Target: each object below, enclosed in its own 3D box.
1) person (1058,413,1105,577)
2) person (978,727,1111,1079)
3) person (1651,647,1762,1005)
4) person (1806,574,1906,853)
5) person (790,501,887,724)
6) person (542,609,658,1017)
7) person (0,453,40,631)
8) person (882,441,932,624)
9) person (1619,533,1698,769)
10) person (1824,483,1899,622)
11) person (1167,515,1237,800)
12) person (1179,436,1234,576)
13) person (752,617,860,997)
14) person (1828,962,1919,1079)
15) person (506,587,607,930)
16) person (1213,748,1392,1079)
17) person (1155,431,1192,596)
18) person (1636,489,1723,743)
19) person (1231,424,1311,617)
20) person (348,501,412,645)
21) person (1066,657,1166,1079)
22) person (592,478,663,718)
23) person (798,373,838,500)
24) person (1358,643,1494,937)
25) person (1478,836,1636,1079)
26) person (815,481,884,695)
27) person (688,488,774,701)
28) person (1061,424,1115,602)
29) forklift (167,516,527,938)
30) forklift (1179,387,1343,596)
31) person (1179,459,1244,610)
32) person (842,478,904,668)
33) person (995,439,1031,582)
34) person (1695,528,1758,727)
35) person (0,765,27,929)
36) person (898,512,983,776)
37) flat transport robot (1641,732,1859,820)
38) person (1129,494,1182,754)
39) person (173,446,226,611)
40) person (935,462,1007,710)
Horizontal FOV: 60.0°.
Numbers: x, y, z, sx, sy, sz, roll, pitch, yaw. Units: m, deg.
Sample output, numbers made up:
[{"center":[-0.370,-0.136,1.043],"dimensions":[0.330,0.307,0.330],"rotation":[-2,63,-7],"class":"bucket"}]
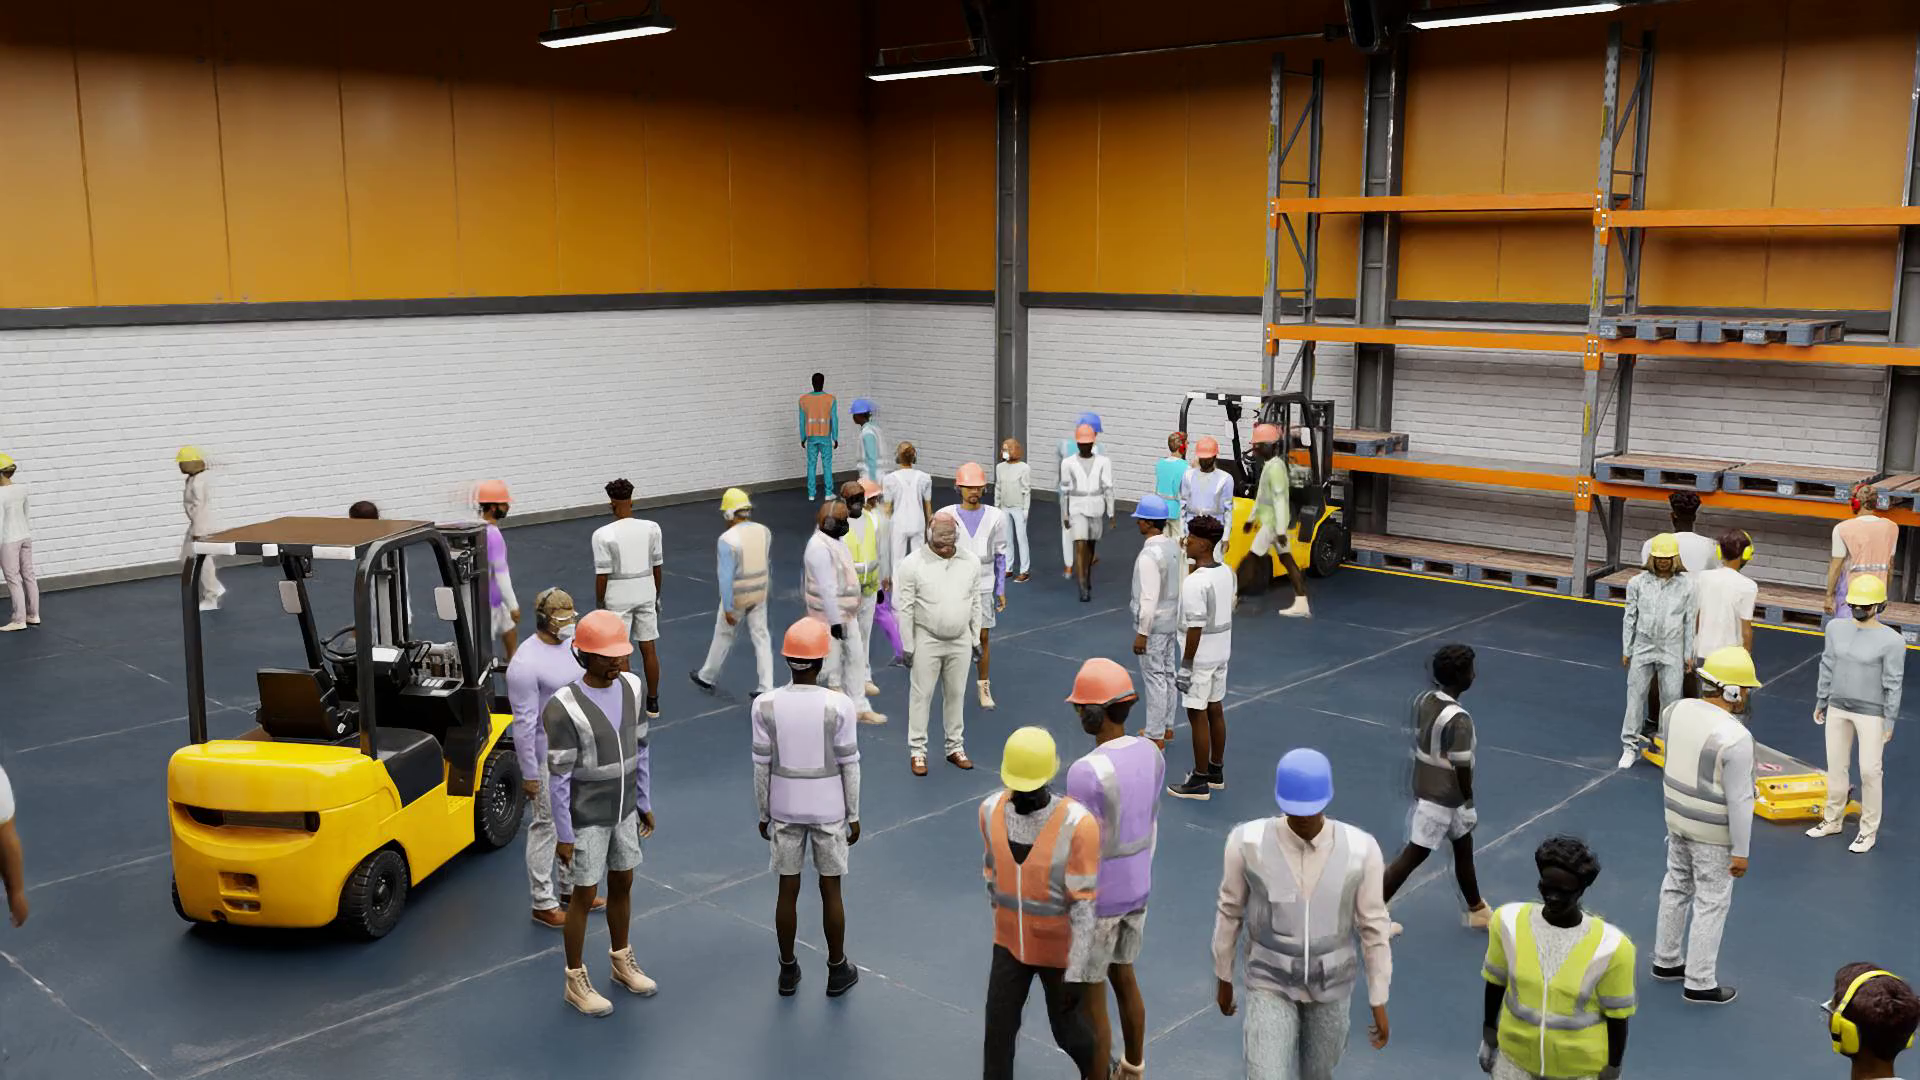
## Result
[{"center":[1.410,-0.528,19.224],"dimensions":[0.590,1.878,0.902],"rotation":[3,10,18],"class":"person"},{"center":[0.359,1.639,6.901],"dimensions":[0.586,1.884,0.867],"rotation":[6,12,31],"class":"person"},{"center":[3.734,1.419,8.303],"dimensions":[0.403,1.818,0.602],"rotation":[-2,10,-13],"class":"person"},{"center":[5.619,1.075,10.435],"dimensions":[0.342,1.761,0.524],"rotation":[-5,11,-28],"class":"person"},{"center":[-1.027,0.582,13.084],"dimensions":[0.807,1.810,0.627],"rotation":[2,10,12],"class":"person"},{"center":[-1.742,1.334,8.191],"dimensions":[0.412,2.036,0.607],"rotation":[7,12,36],"class":"person"},{"center":[-9.375,0.018,16.421],"dimensions":[0.317,1.769,0.523],"rotation":[1,10,5],"class":"person"},{"center":[-0.533,-0.072,16.710],"dimensions":[0.507,1.846,0.345],"rotation":[-2,10,-14],"class":"person"},{"center":[5.027,0.810,11.976],"dimensions":[0.494,1.743,0.302],"rotation":[4,11,20],"class":"person"},{"center":[7.449,0.452,13.755],"dimensions":[0.561,1.837,0.388],"rotation":[-1,10,-8],"class":"person"},{"center":[1.666,0.795,11.425],"dimensions":[0.361,1.965,0.613],"rotation":[7,12,33],"class":"person"},{"center":[2.419,-0.072,16.454],"dimensions":[0.542,1.936,0.364],"rotation":[5,11,24],"class":"person"},{"center":[-0.764,1.345,8.377],"dimensions":[0.542,1.939,0.361],"rotation":[1,10,7],"class":"person"},{"center":[2.428,2.060,4.541],"dimensions":[0.511,1.862,0.324],"rotation":[-2,10,-10],"class":"person"},{"center":[-2.244,1.200,9.247],"dimensions":[0.381,1.929,0.636],"rotation":[4,11,20],"class":"person"},{"center":[1.307,1.705,6.366],"dimensions":[0.647,1.915,0.555],"rotation":[0,10,3],"class":"person"},{"center":[2.272,-0.228,17.585],"dimensions":[0.390,1.850,0.565],"rotation":[-7,12,-34],"class":"person"},{"center":[5.452,0.591,12.640],"dimensions":[0.600,1.957,0.374],"rotation":[0,10,1],"class":"person"},{"center":[3.113,-0.190,16.977],"dimensions":[1.094,1.979,0.612],"rotation":[2,10,13],"class":"person"},{"center":[-4.373,0.640,12.547],"dimensions":[0.452,1.884,0.601],"rotation":[-2,10,-13],"class":"person"},{"center":[0.618,1.510,7.187],"dimensions":[0.409,2.029,0.617],"rotation":[8,13,38],"class":"person"},{"center":[-2.645,0.481,13.238],"dimensions":[0.600,1.958,0.385],"rotation":[-8,13,-37],"class":"person"},{"center":[-2.112,-1.541,24.881],"dimensions":[0.591,1.915,0.393],"rotation":[1,10,7],"class":"person"},{"center":[2.605,1.367,9.055],"dimensions":[0.886,1.652,0.537],"rotation":[0,10,2],"class":"person"},{"center":[2.176,1.871,6.080],"dimensions":[0.547,1.683,0.460],"rotation":[7,12,34],"class":"person"},{"center":[-0.900,0.415,13.950],"dimensions":[0.633,1.841,0.429],"rotation":[-7,12,-34],"class":"person"},{"center":[-1.880,0.451,13.883],"dimensions":[0.912,1.780,0.601],"rotation":[9,13,42],"class":"person"},{"center":[1.374,-0.324,18.042],"dimensions":[0.566,1.896,0.981],"rotation":[-1,10,-5],"class":"person"},{"center":[-3.583,0.976,9.748],"dimensions":[1.214,2.155,2.313],"rotation":[2,10,11],"class":"forklift"},{"center":[3.298,-0.608,18.767],"dimensions":[1.214,2.155,2.313],"rotation":[9,13,42],"class":"forklift"},{"center":[2.555,-0.031,17.166],"dimensions":[0.758,1.615,0.524],"rotation":[3,10,15],"class":"person"},{"center":[-0.803,0.296,15.001],"dimensions":[0.887,1.712,0.565],"rotation":[3,10,17],"class":"person"},{"center":[0.595,-0.340,18.864],"dimensions":[0.502,1.627,0.285],"rotation":[8,13,40],"class":"person"},{"center":[5.298,0.833,11.560],"dimensions":[0.418,1.845,0.553],"rotation":[-6,11,-29],"class":"person"},{"center":[-4.439,1.519,7.093],"dimensions":[0.747,2.000,1.037],"rotation":[-4,11,-22],"class":"person"},{"center":[-0.121,0.735,11.958],"dimensions":[0.642,1.903,0.399],"rotation":[-4,11,-22],"class":"person"},{"center":[5.481,1.610,11.611],"dimensions":[0.652,0.197,1.431],"rotation":[-2,10,-12],"class":"flat transport robot"},{"center":[1.453,0.626,12.440],"dimensions":[0.394,1.949,0.602],"rotation":[5,11,26],"class":"person"},{"center":[-7.929,-0.115,17.251],"dimensions":[0.362,1.726,0.506],"rotation":[-6,12,-31],"class":"person"},{"center":[0.084,0.382,13.548],"dimensions":[0.611,2.048,0.364],"rotation":[-1,10,-7],"class":"person"}]
